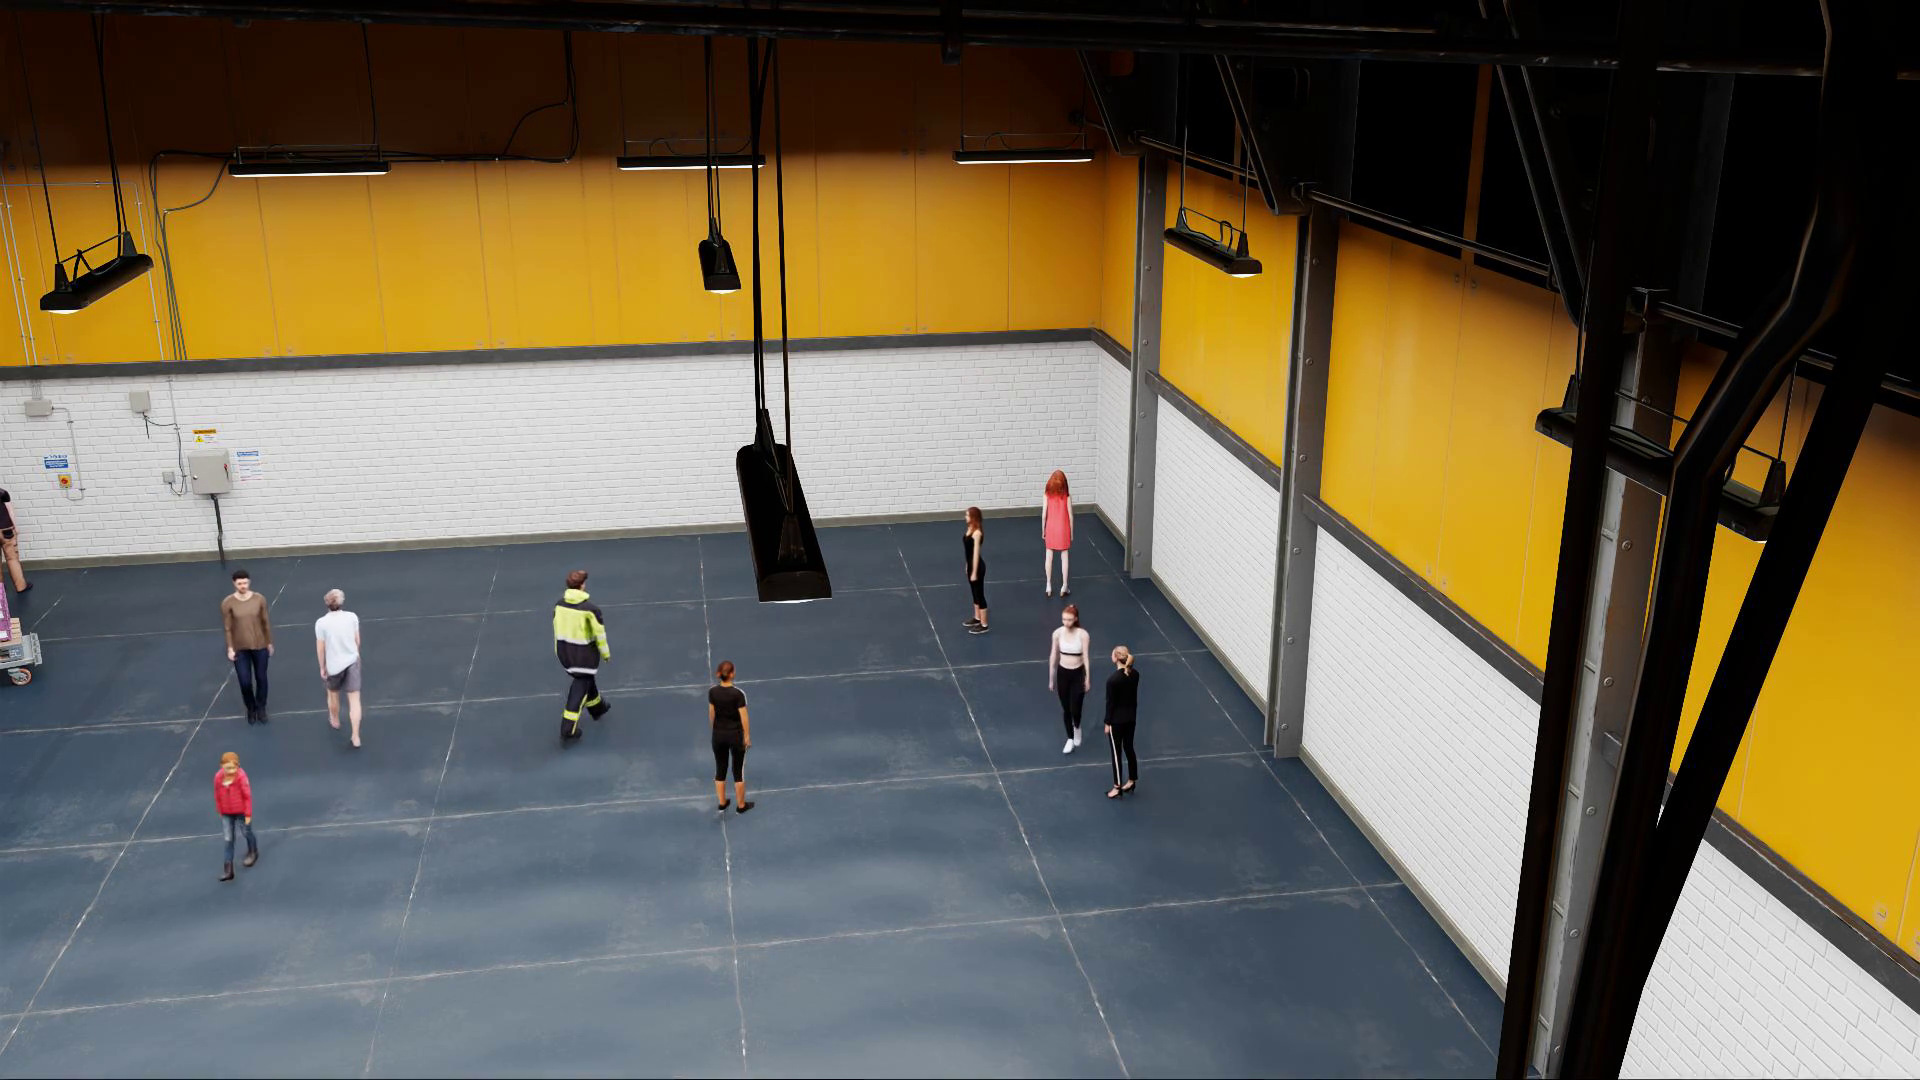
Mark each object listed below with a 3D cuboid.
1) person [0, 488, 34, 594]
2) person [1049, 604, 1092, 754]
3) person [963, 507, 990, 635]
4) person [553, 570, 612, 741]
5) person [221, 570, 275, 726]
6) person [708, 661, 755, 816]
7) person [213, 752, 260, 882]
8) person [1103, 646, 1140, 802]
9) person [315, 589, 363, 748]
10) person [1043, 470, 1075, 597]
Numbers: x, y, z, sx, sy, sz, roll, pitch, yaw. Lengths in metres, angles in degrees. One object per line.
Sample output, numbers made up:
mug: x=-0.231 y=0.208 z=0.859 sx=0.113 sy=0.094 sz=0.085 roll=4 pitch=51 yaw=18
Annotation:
person: x=-13.578 y=-0.145 z=23.467 sx=0.701 sy=1.841 sz=0.611 roll=-1 pitch=19 yaw=-4
person: x=1.269 y=1.524 z=18.672 sx=0.735 sy=1.738 sz=0.771 roll=6 pitch=20 yaw=18
person: x=0.218 y=0.377 z=22.101 sx=0.640 sy=1.722 sz=0.484 roll=-5 pitch=19 yaw=-15
person: x=-4.373 y=1.340 z=18.918 sx=1.235 sy=1.930 sz=1.388 roll=9 pitch=20 yaw=24
person: x=-8.289 y=1.213 z=19.376 sx=0.739 sy=1.878 sz=0.727 roll=-11 pitch=22 yaw=-30
person: x=-2.399 y=2.037 z=17.258 sx=0.652 sy=1.668 sz=0.650 roll=6 pitch=20 yaw=17
person: x=-6.990 y=2.622 z=16.134 sx=0.617 sy=1.276 sz=0.901 roll=1 pitch=19 yaw=2
person: x=1.713 y=1.923 z=17.541 sx=0.685 sy=1.703 sz=0.691 roll=-15 pitch=24 yaw=-38
person: x=-6.934 y=1.473 z=18.742 sx=0.885 sy=1.788 sz=1.176 roll=-10 pitch=21 yaw=-27
person: x=1.371 y=-0.098 z=23.346 sx=0.653 sy=1.828 sz=0.629 roll=4 pitch=19 yaw=11
